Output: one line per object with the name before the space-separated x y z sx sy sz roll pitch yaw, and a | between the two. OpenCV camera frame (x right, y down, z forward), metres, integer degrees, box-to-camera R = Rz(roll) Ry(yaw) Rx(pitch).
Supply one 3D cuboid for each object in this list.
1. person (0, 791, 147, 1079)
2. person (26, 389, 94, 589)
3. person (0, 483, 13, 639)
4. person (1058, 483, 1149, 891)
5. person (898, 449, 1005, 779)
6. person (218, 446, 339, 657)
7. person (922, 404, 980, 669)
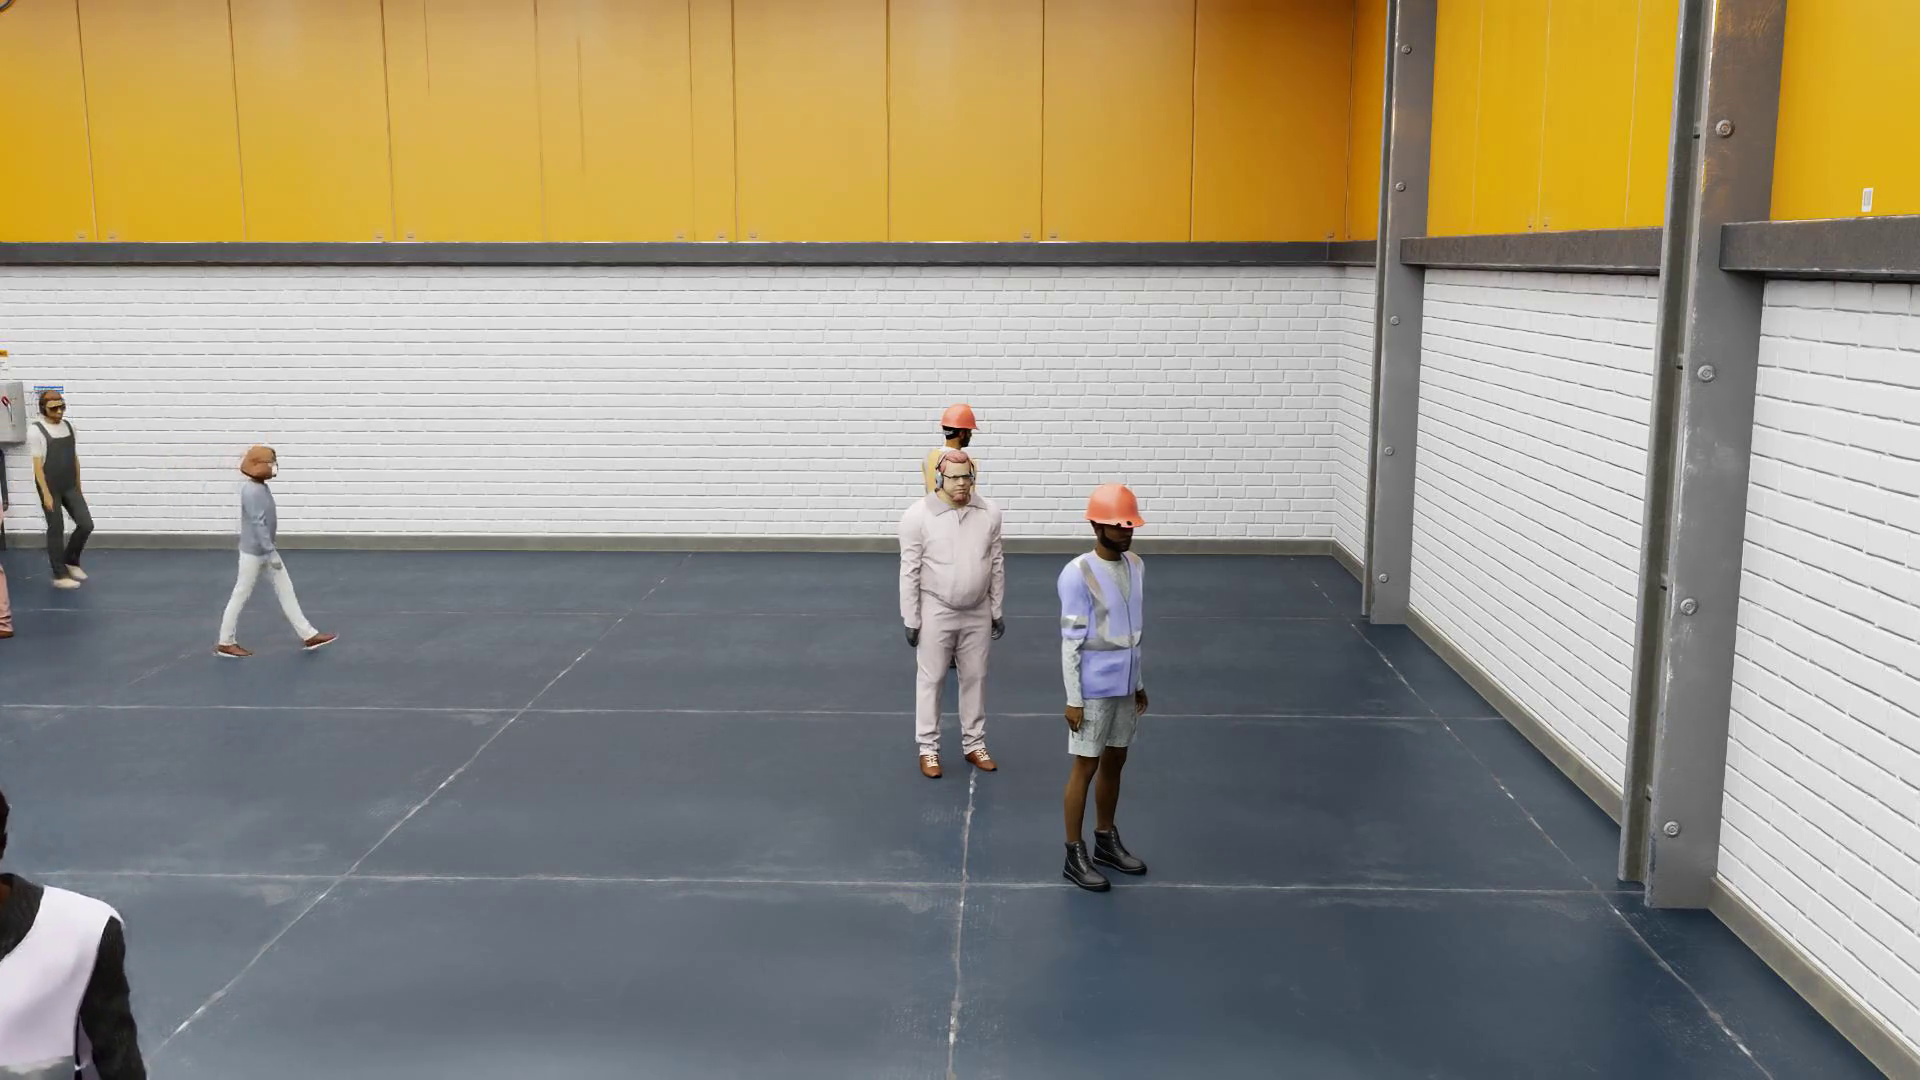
person | -2.208 1.427 3.792 0.609 1.863 1.031 -1 10 -5
person | -8.071 -0.448 14.919 0.428 1.820 0.522 4 10 21
person | -7.709 -0.162 13.021 0.403 1.900 0.646 -6 12 -33
person | 0.713 0.688 7.916 0.367 1.935 0.552 9 13 43
person | -0.032 0.423 9.587 0.640 1.902 0.402 -4 11 -24
person | -5.176 0.090 12.423 0.867 1.586 0.499 -1 10 -7
person | -0.036 -0.029 12.146 0.384 1.931 0.543 -8 13 -39
